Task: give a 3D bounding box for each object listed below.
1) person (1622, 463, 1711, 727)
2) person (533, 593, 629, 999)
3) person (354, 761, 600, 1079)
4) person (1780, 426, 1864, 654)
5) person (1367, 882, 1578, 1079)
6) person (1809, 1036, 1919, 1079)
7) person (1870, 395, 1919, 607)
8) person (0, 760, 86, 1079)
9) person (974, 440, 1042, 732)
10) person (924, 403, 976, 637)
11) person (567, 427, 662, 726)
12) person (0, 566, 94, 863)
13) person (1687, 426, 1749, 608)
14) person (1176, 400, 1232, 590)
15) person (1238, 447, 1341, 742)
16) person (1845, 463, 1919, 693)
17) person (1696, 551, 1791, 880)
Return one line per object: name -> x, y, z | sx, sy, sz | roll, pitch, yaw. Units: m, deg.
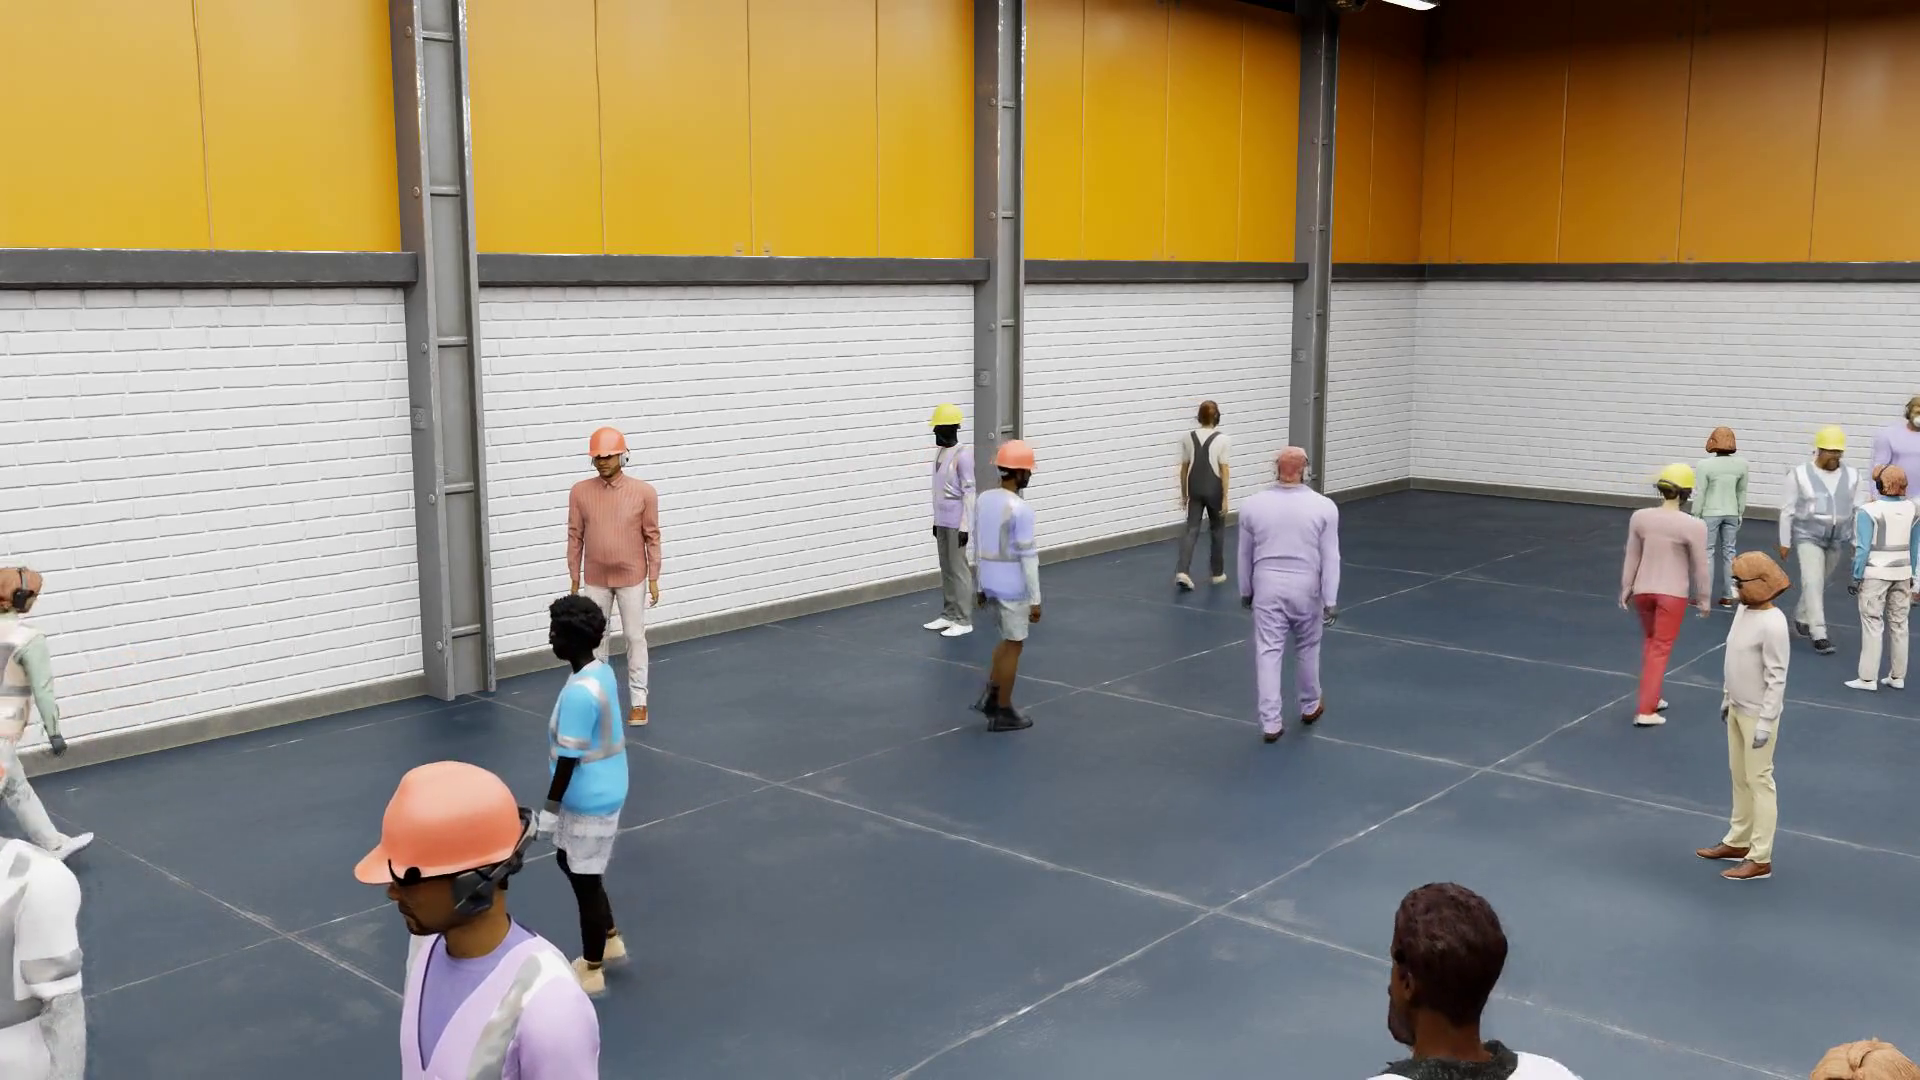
person -> 4.724, 0.356, 11.061 | 0.724, 1.737, 0.547 | -7, 11, -37
person -> -1.544, 1.057, 6.812 | 0.370, 1.691, 0.554 | -1, 9, -6
person -> -0.966, 1.433, 3.356 | 0.381, 2.040, 0.616 | -9, 12, -43
person -> 6.905, -0.024, 13.328 | 0.593, 1.791, 0.942 | 0, 9, 2
person -> 0.845, 1.552, 3.056 | 0.620, 1.895, 0.463 | -4, 10, -25
person -> 1.605, 1.688, 3.035 | 0.278, 1.633, 0.507 | -8, 12, -39
person -> 8.717, -0.393, 15.302 | 0.644, 1.900, 1.013 | 4, 10, 26
person -> -2.474, 1.353, 4.315 | 0.555, 1.903, 0.962 | 1, 9, 8
person -> 0.339, 0.303, 10.833 | 0.406, 1.920, 0.576 | -6, 11, -31
person -> -0.087, -0.167, 13.761 | 0.373, 1.925, 0.595 | -4, 10, -25
person -> -2.281, 0.245, 10.962 | 0.617, 1.993, 0.396 | 0, 9, 2
person -> -4.614, 0.919, 8.027 | 0.521, 1.569, 0.913 | 4, 10, 24
person -> 6.780, -0.200, 14.891 | 0.500, 1.633, 0.280 | -1, 9, -7
person -> 2.305, -0.426, 15.773 | 0.520, 1.812, 0.937 | 5, 10, 29
person -> 2.159, 0.324, 10.835 | 0.679, 1.868, 0.904 | 4, 10, 22
person -> 6.605, 0.274, 11.892 | 0.521, 1.638, 0.311 | -2, 9, -12
person -> 3.905, 0.860, 8.233 | 0.280, 1.633, 0.498 | 1, 9, 4
